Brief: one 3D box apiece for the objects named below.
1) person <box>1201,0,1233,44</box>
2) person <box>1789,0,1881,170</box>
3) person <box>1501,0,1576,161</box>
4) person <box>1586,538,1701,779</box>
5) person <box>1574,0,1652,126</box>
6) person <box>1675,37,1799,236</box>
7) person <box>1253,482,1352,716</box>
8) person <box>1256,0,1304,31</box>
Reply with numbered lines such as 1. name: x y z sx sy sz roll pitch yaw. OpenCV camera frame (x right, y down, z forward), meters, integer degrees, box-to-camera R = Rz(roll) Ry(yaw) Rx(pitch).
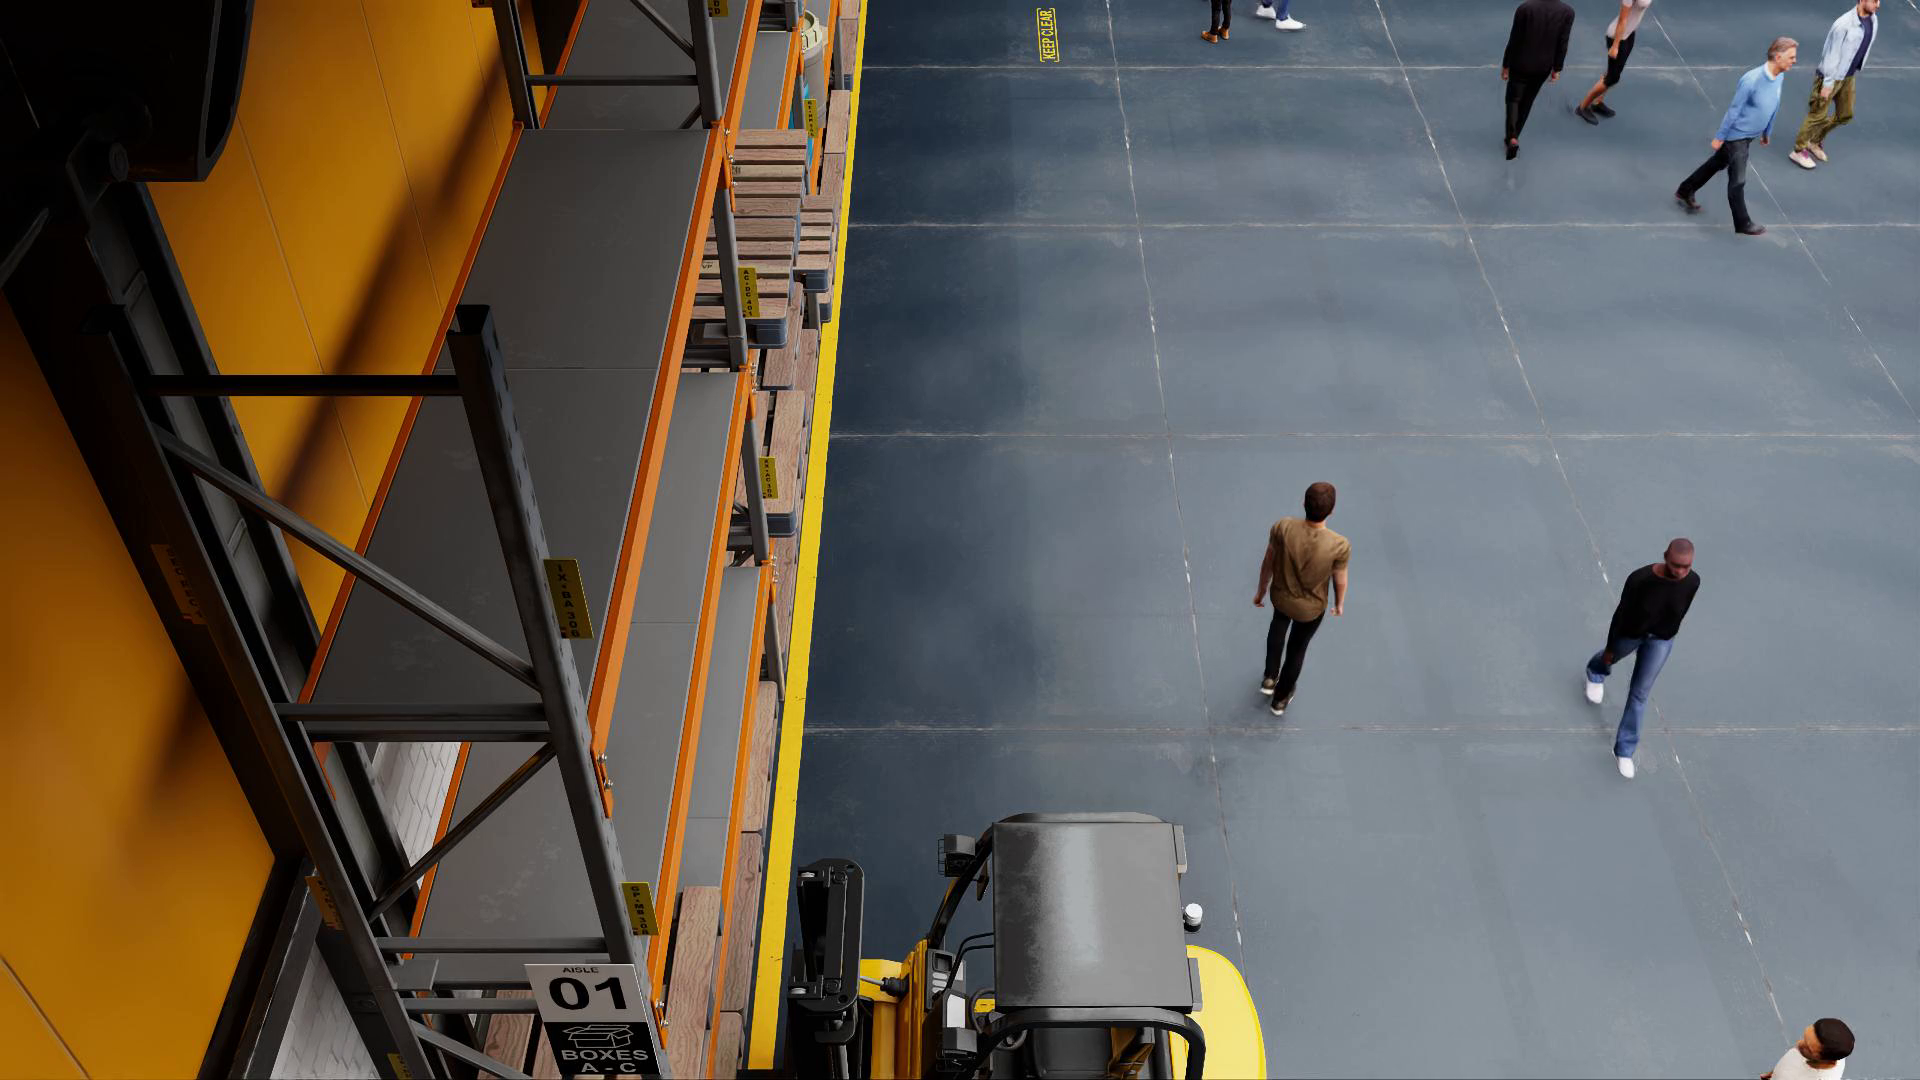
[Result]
1. person: 2.765 -5.843 17.485 0.586 1.227 0.621 -21 47 -20
2. person: 8.106 -4.347 15.500 0.780 1.800 0.772 -18 46 -18
3. person: 5.327 -4.383 15.498 0.803 1.855 1.015 6 44 7
4. person: 4.238 0.549 10.435 0.681 1.698 1.183 5 44 5
5. person: 6.378 -4.880 16.114 0.808 1.725 0.722 30 51 28
6. person: 6.881 -3.656 14.810 1.119 1.751 1.287 -24 49 -23
7. person: 2.088 0.436 10.451 0.807 1.838 0.816 20 47 20
8. person: 3.450 -6.304 17.504 0.815 1.869 0.683 -9 44 -10
